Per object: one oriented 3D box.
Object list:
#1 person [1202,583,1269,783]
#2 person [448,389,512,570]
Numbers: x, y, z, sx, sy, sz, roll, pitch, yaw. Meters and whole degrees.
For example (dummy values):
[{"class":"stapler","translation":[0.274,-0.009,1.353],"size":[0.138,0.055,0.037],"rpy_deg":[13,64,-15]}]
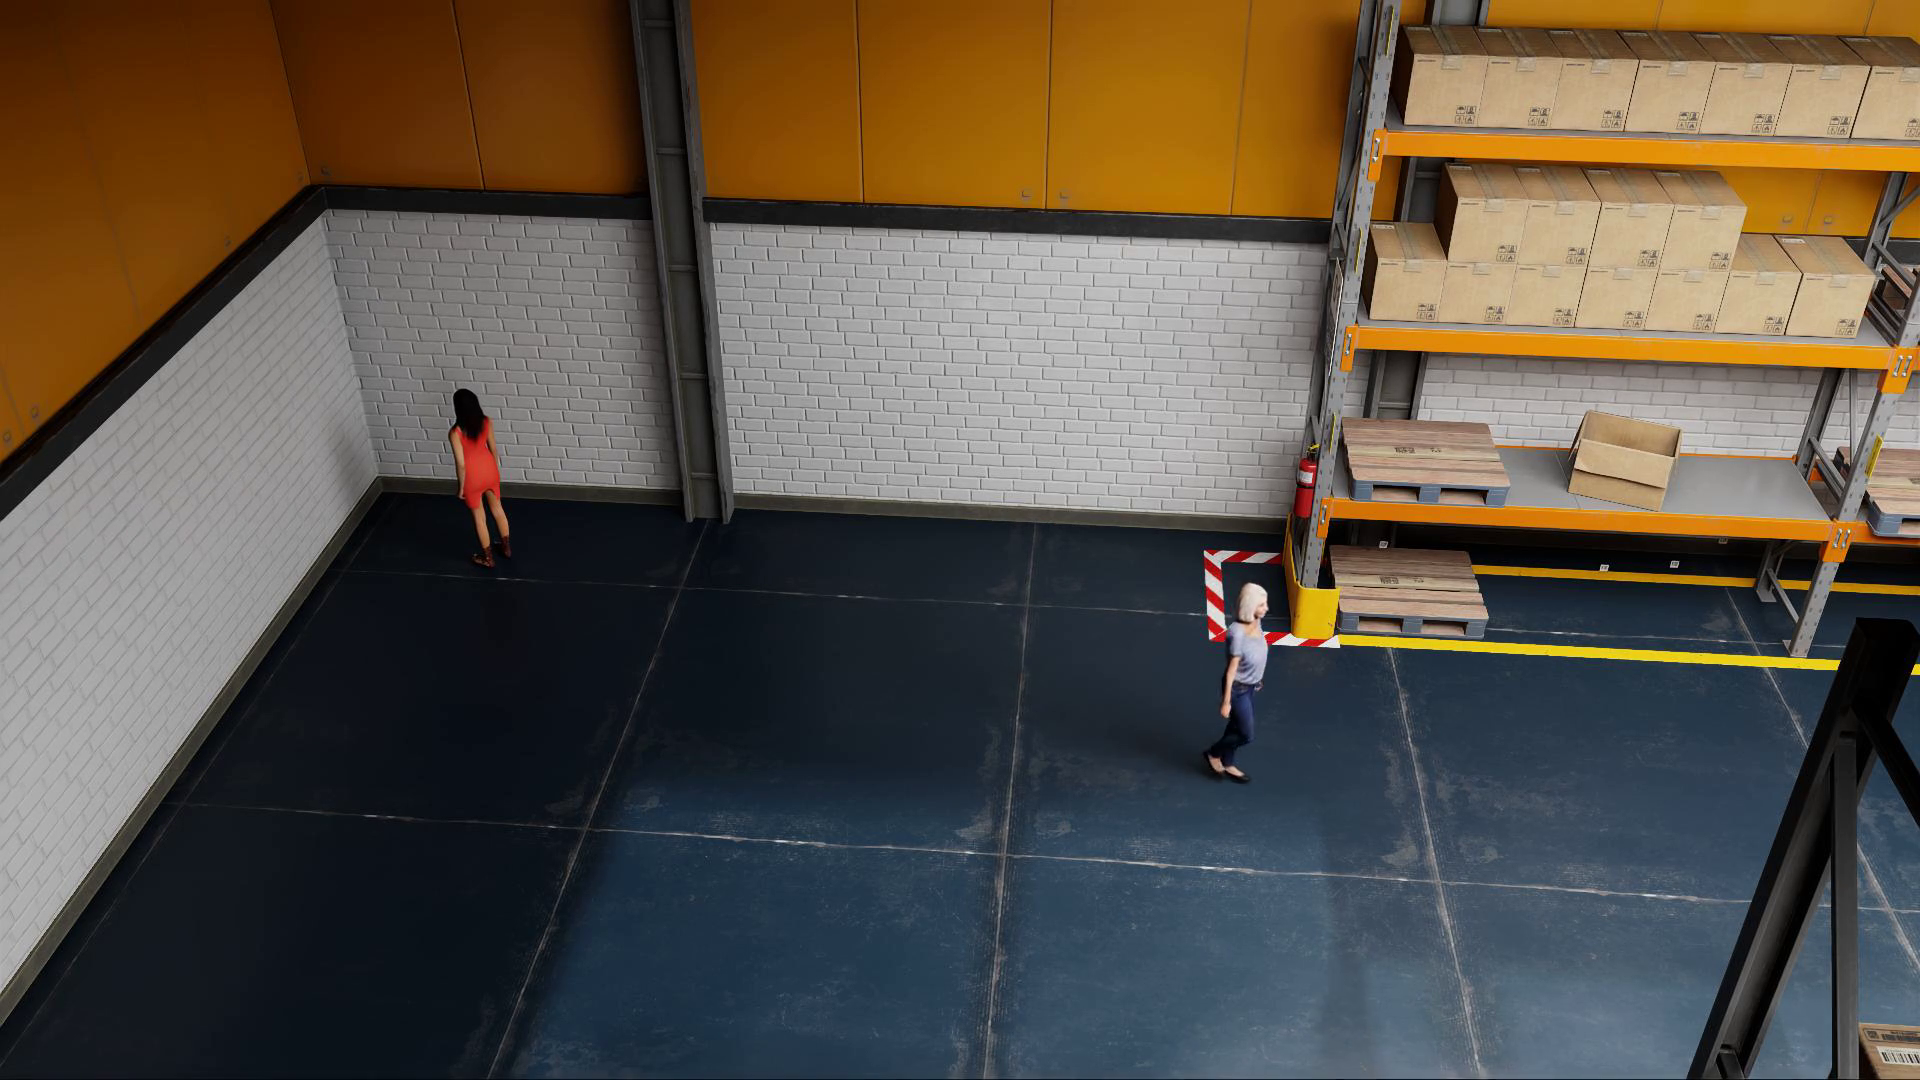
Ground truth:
[{"class":"person","translation":[1.931,1.020,11.912],"size":[0.740,1.714,0.713],"rpy_deg":[18,38,25]},{"class":"person","translation":[-4.119,-0.535,14.248],"size":[0.701,1.719,0.672],"rpy_deg":[25,41,32]}]
